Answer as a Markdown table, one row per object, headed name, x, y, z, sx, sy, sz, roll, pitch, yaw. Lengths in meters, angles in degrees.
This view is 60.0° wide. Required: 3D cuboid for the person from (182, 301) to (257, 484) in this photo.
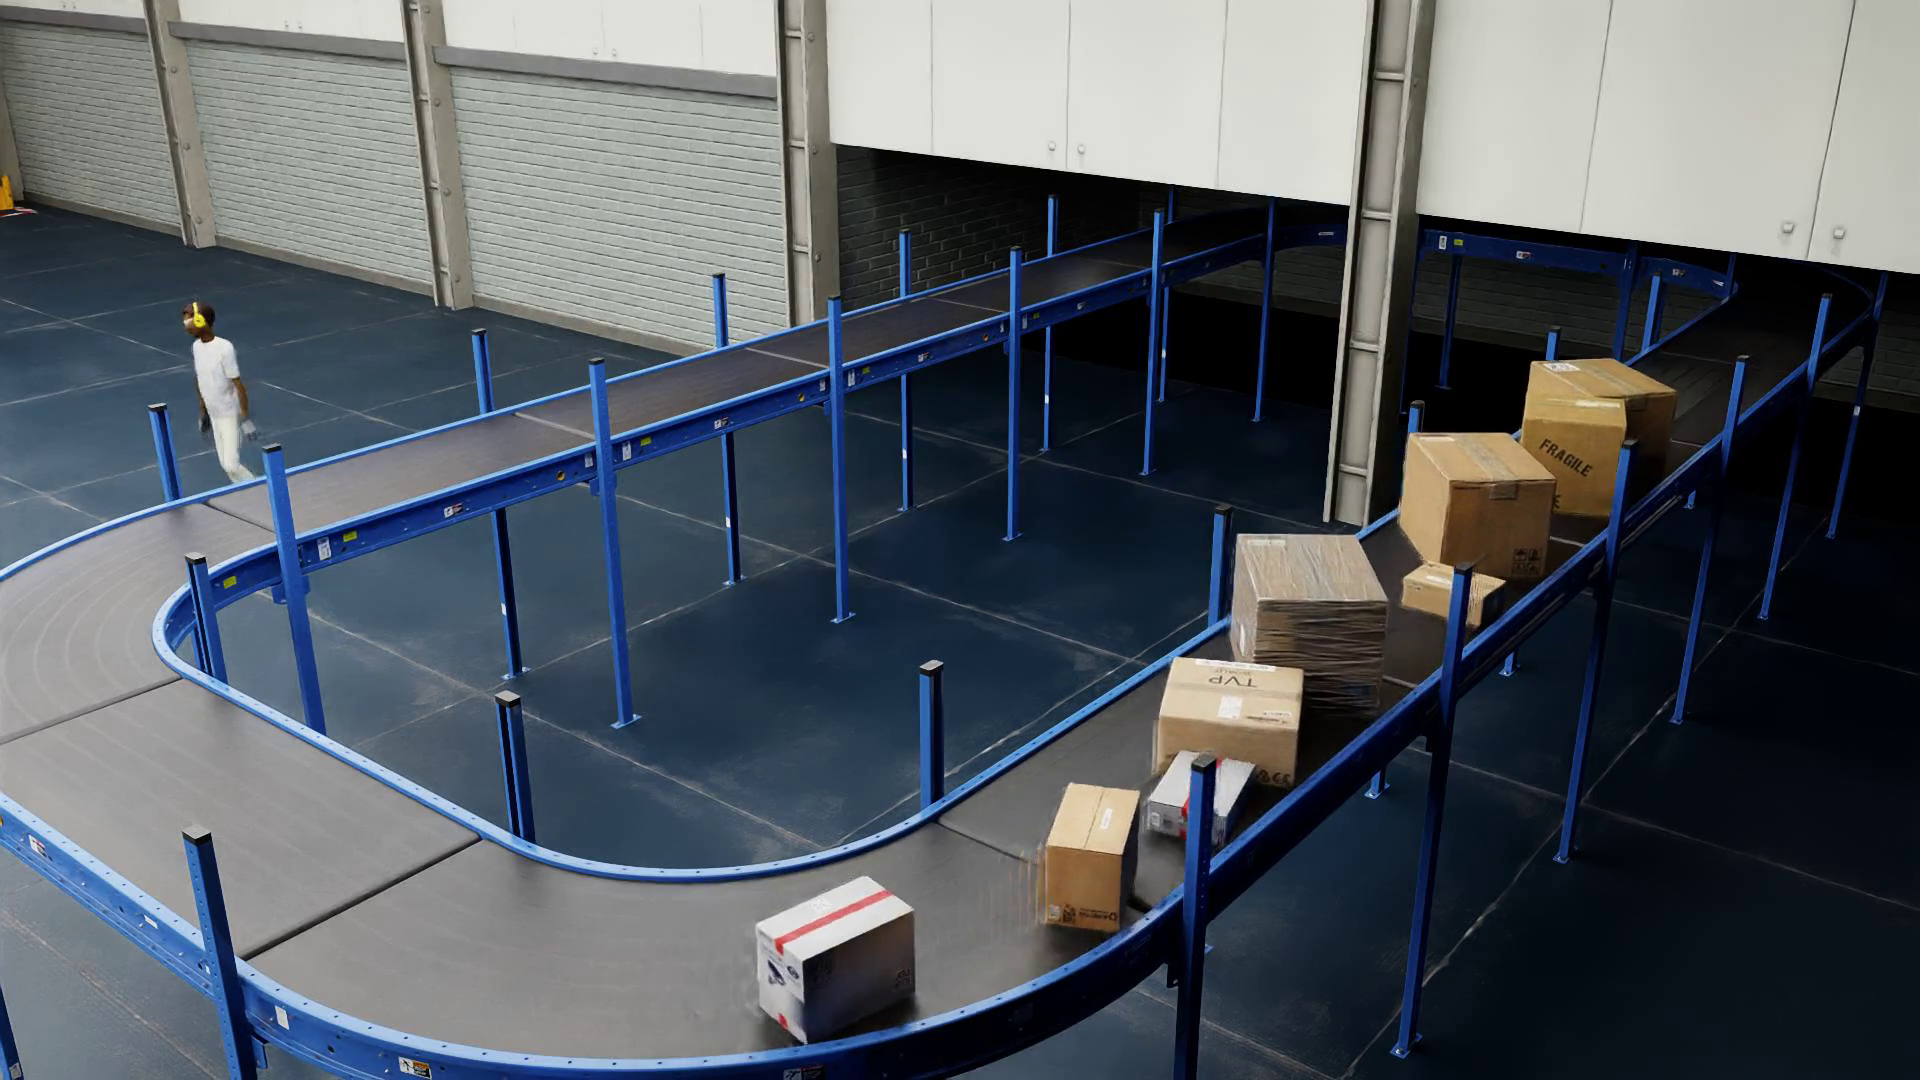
| name | x | y | z | sx | sy | sz | roll | pitch | yaw |
| --- | --- | --- | --- | --- | --- | --- | --- | --- | --- |
| person | -5.800 | -0.976 | 13.186 | 0.632 | 1.829 | 0.403 | 16 | 26 | 35 |
